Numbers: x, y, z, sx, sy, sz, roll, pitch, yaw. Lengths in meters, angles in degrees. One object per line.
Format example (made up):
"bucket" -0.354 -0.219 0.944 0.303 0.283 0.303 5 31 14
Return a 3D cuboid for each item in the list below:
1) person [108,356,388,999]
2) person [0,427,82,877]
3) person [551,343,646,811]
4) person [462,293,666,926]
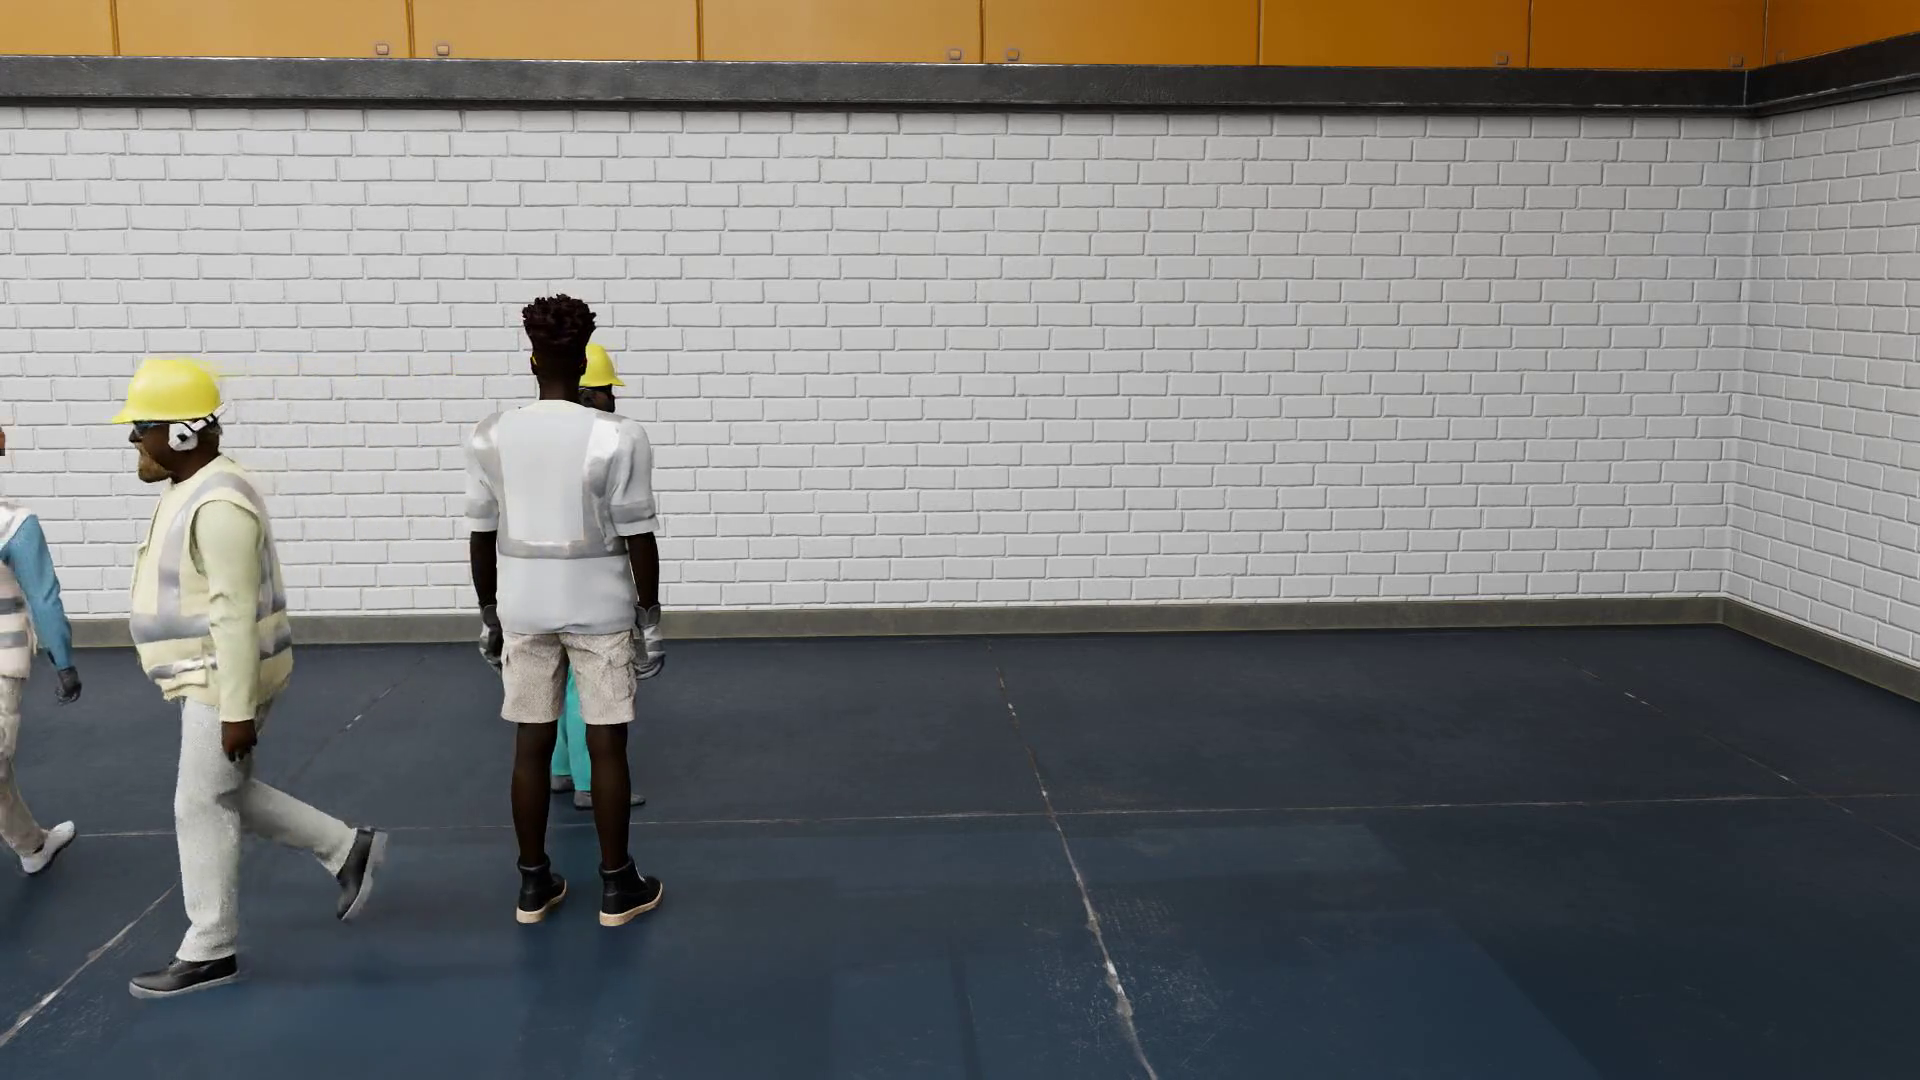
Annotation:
"person" -2.044 0.373 4.769 0.676 1.808 0.588 -5 11 -31
"person" -3.061 0.403 5.230 0.541 1.590 0.875 1 9 8
"person" -1.423 0.137 6.357 0.331 1.768 0.526 -5 10 -30
"person" -1.211 0.226 5.166 0.613 1.965 0.361 1 9 8
